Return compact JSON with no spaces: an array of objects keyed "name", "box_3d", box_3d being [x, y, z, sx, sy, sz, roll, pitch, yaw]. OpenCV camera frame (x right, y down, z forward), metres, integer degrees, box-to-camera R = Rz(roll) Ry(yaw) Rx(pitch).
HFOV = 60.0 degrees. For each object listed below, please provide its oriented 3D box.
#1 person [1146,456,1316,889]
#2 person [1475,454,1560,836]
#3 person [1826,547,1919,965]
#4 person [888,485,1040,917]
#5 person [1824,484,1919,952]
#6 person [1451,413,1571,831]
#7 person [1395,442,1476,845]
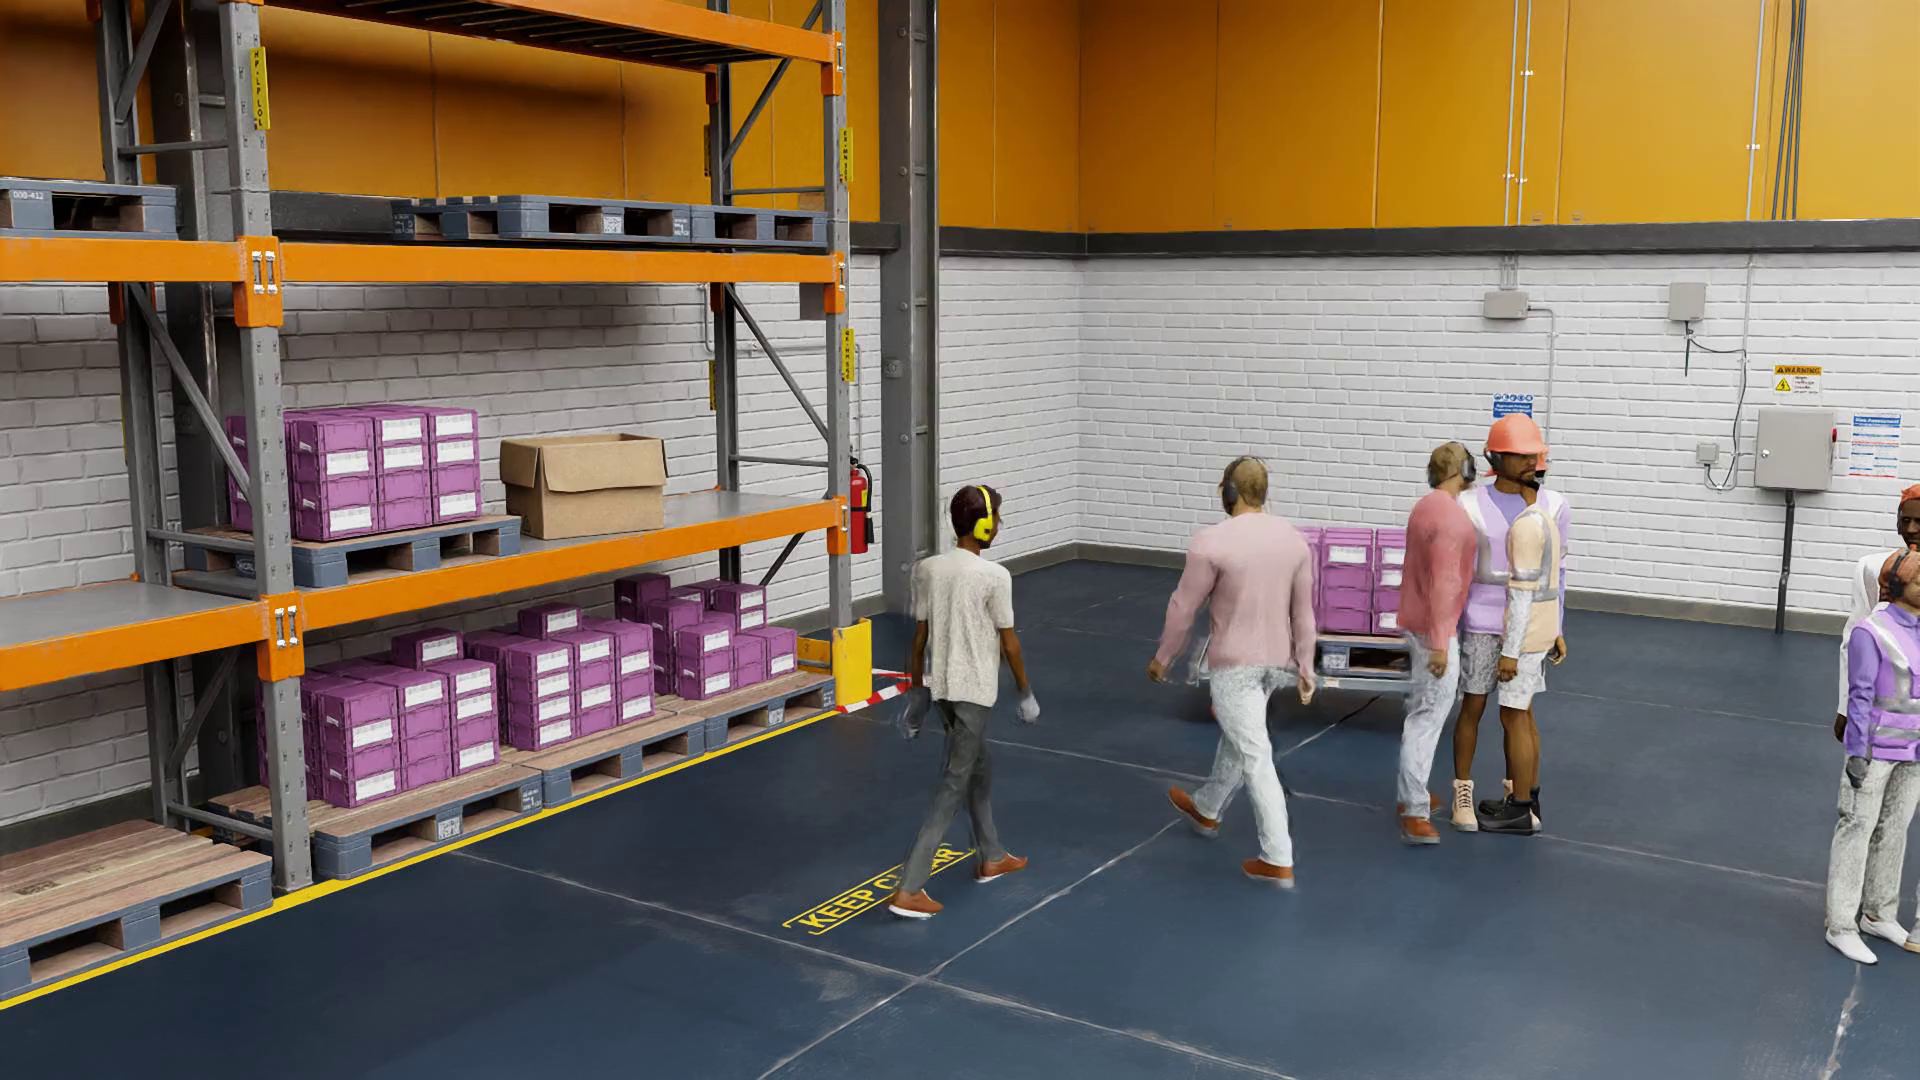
[{"name":"person","box_3d":[1.248,0.558,7.598,0.647,1.877,1.046,-6,11,-33]},{"name":"person","box_3d":[2.701,0.466,8.086,0.391,1.924,0.550,4,10,24]},{"name":"person","box_3d":[3.680,0.837,6.572,0.514,1.640,0.315,-4,10,-25]},{"name":"person","box_3d":[-0.002,0.674,7.115,0.936,1.823,0.483,-8,12,-41]},{"name":"person","box_3d":[3.820,0.701,6.670,0.342,1.882,0.586,-8,12,-40]},{"name":"person","box_3d":[2.643,0.407,8.058,0.615,2.043,0.372,0,9,-2]},{"name":"person","box_3d":[2.311,0.490,8.061,0.372,1.898,0.820,1,9,7]}]
